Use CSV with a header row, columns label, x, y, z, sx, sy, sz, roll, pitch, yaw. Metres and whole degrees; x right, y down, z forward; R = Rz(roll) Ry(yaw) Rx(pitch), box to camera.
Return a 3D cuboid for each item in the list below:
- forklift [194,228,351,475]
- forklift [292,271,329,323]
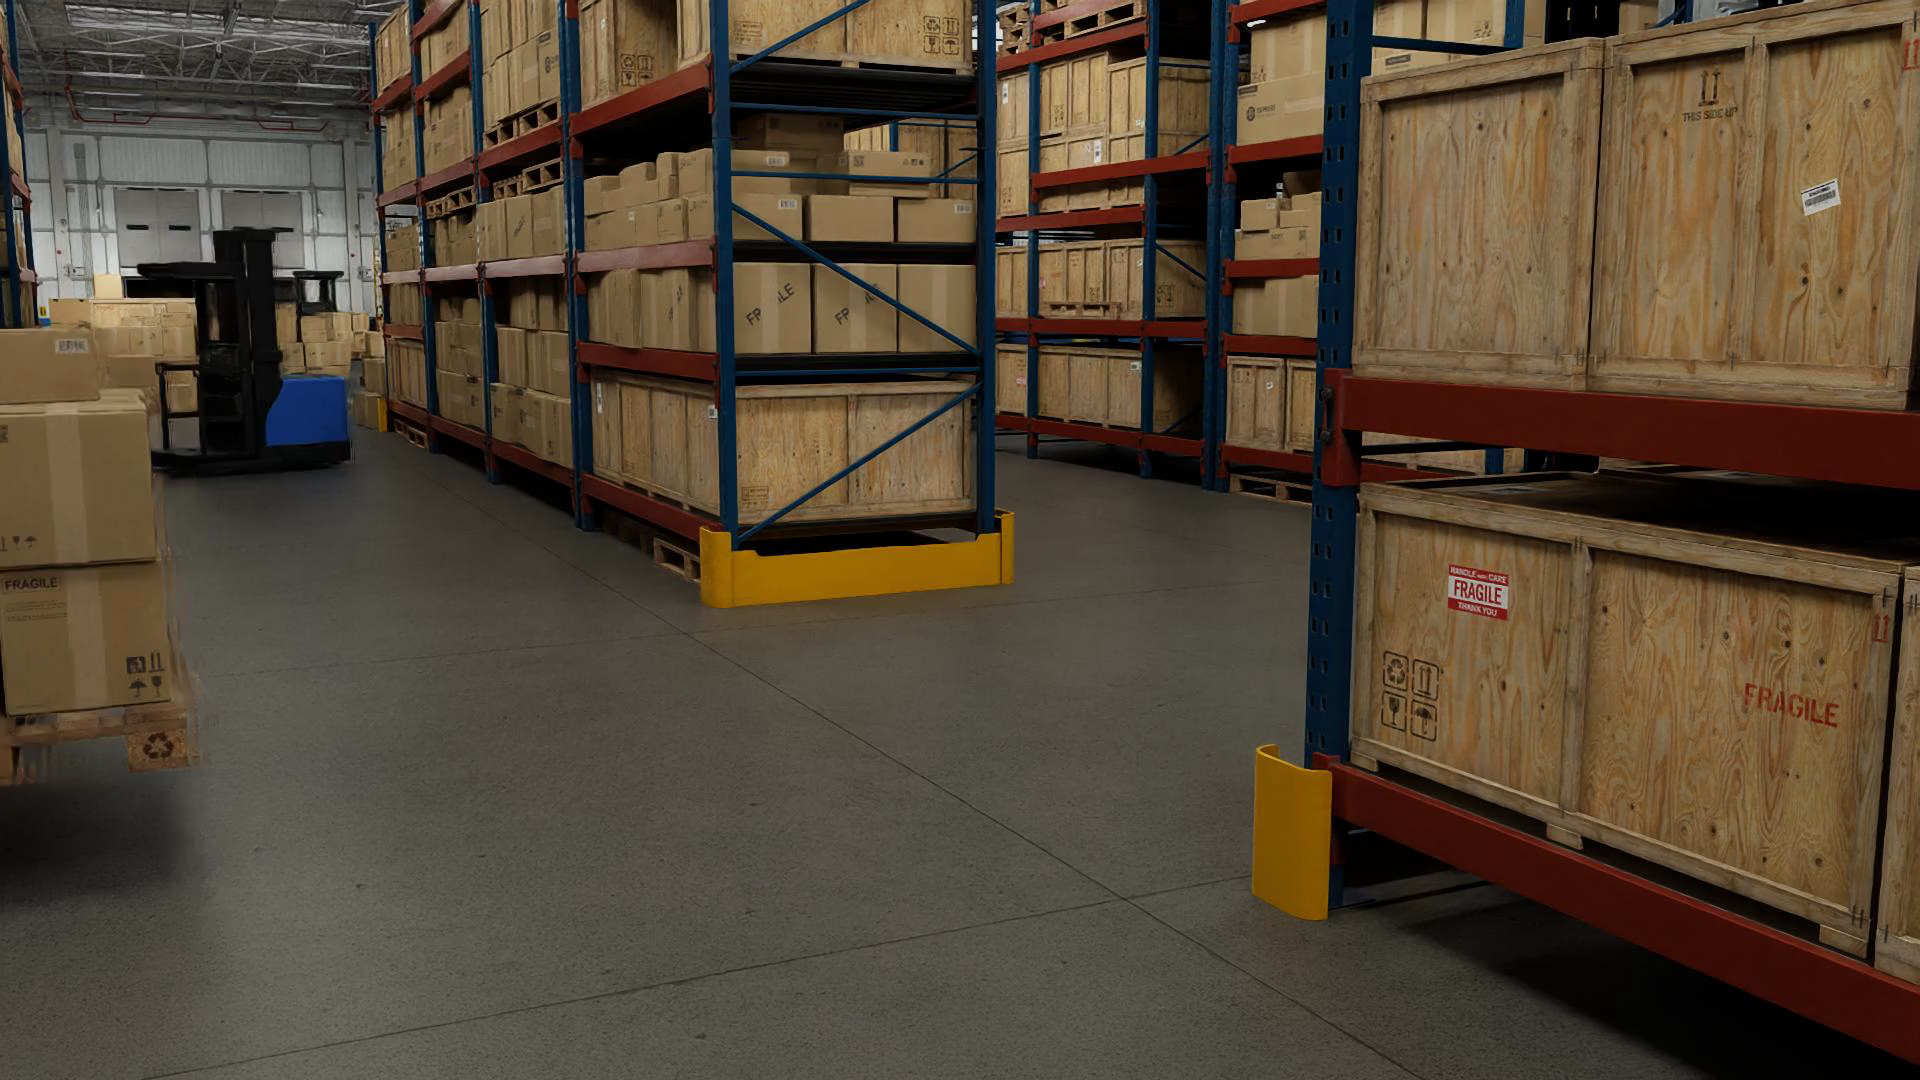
label,x,y,z,sx,sy,sz,roll,pitch,yaw
forklift,-8.335,-2.242,19.551,1.129,2.768,1.873,7,11,42
forklift,-18.631,-6.347,47.856,1.873,2.768,1.129,8,12,44
